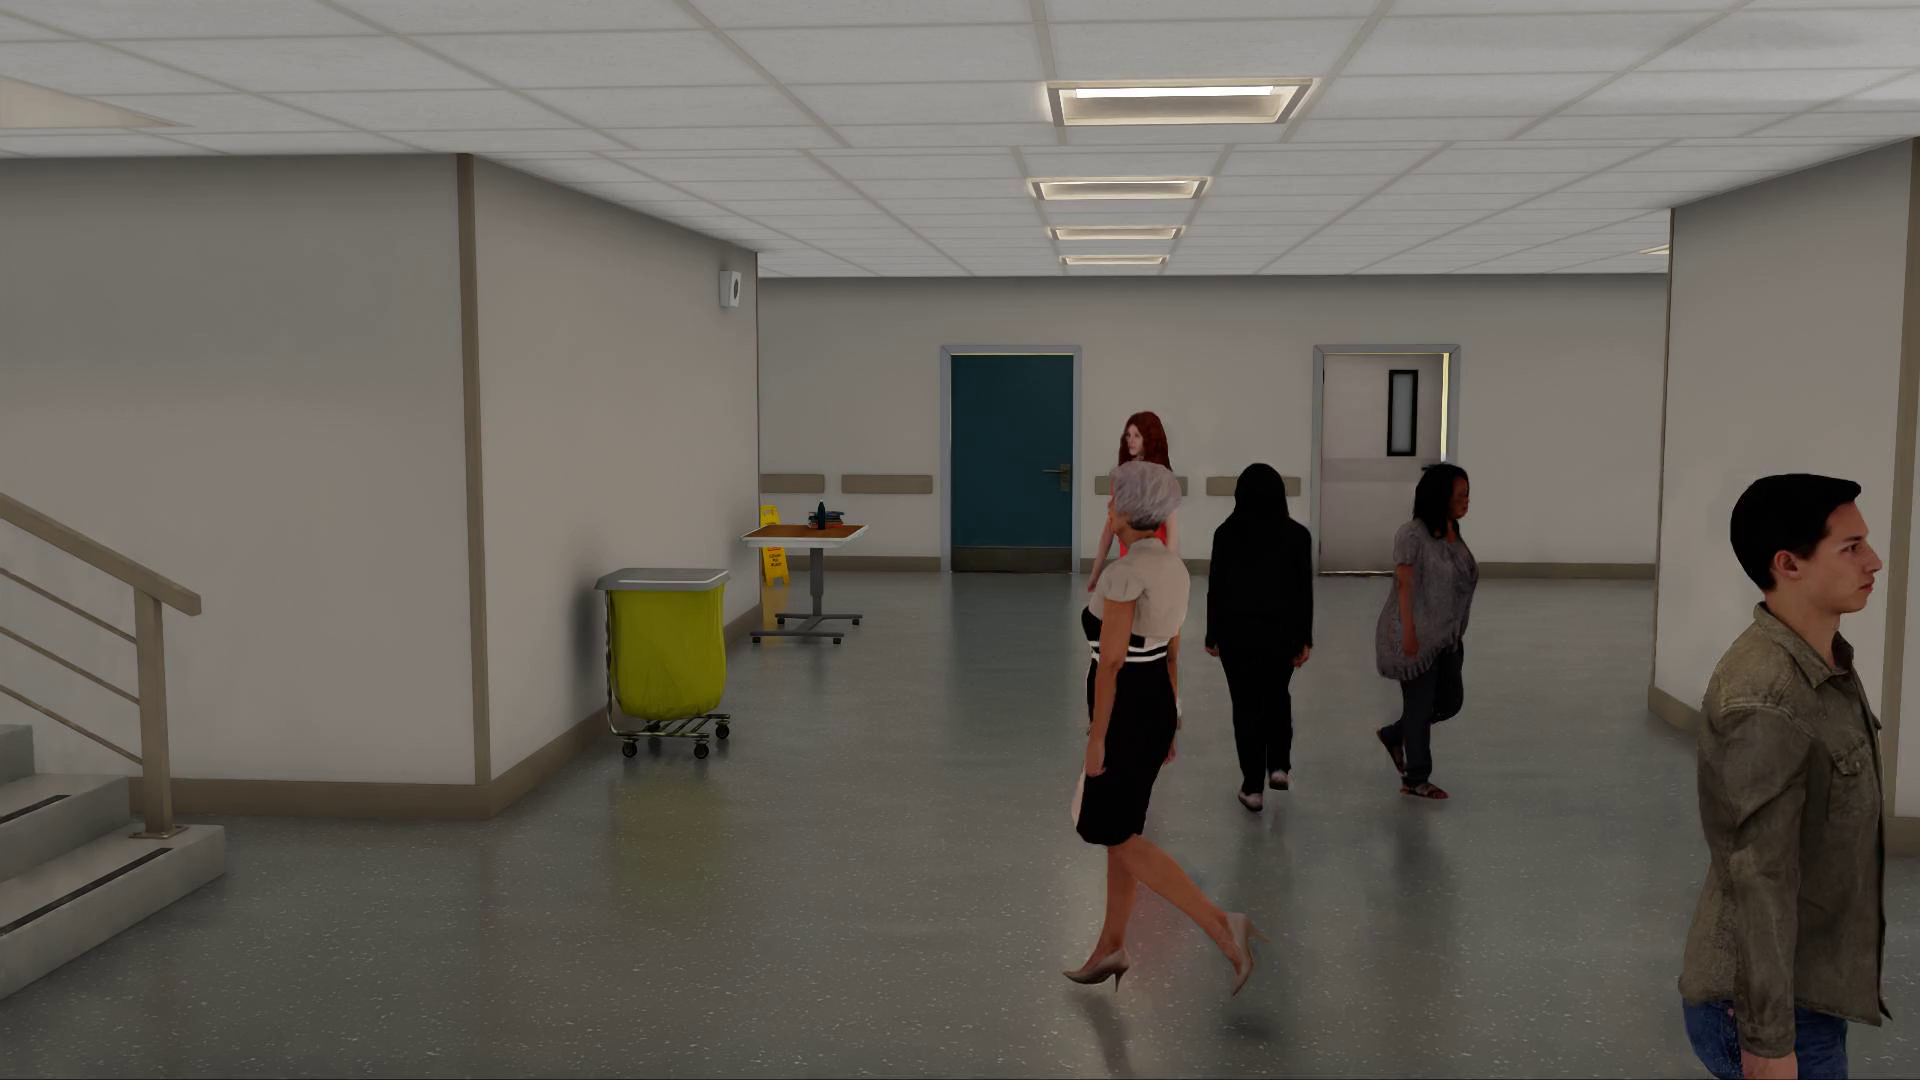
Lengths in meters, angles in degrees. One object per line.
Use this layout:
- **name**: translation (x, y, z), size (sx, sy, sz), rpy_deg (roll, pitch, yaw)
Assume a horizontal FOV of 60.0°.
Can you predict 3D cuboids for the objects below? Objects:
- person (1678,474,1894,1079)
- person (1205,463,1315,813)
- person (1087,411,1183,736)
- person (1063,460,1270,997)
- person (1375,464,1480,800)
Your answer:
- **person**: translation (1.407, 0.805, 3.029), size (1.126, 1.846, 0.981), rpy_deg (4, 7, 34)
- **person**: translation (1.394, 0.461, 7.678), size (0.594, 1.600, 0.720), rpy_deg (0, 6, -1)
- **person**: translation (1.106, 0.205, 9.241), size (1.008, 1.798, 0.874), rpy_deg (-3, 6, -24)
- **person**: translation (0.633, 0.635, 5.263), size (1.065, 1.738, 0.874), rpy_deg (3, 7, 31)
- **person**: translation (2.183, 0.431, 8.033), size (0.867, 1.590, 0.929), rpy_deg (-5, 8, -40)
